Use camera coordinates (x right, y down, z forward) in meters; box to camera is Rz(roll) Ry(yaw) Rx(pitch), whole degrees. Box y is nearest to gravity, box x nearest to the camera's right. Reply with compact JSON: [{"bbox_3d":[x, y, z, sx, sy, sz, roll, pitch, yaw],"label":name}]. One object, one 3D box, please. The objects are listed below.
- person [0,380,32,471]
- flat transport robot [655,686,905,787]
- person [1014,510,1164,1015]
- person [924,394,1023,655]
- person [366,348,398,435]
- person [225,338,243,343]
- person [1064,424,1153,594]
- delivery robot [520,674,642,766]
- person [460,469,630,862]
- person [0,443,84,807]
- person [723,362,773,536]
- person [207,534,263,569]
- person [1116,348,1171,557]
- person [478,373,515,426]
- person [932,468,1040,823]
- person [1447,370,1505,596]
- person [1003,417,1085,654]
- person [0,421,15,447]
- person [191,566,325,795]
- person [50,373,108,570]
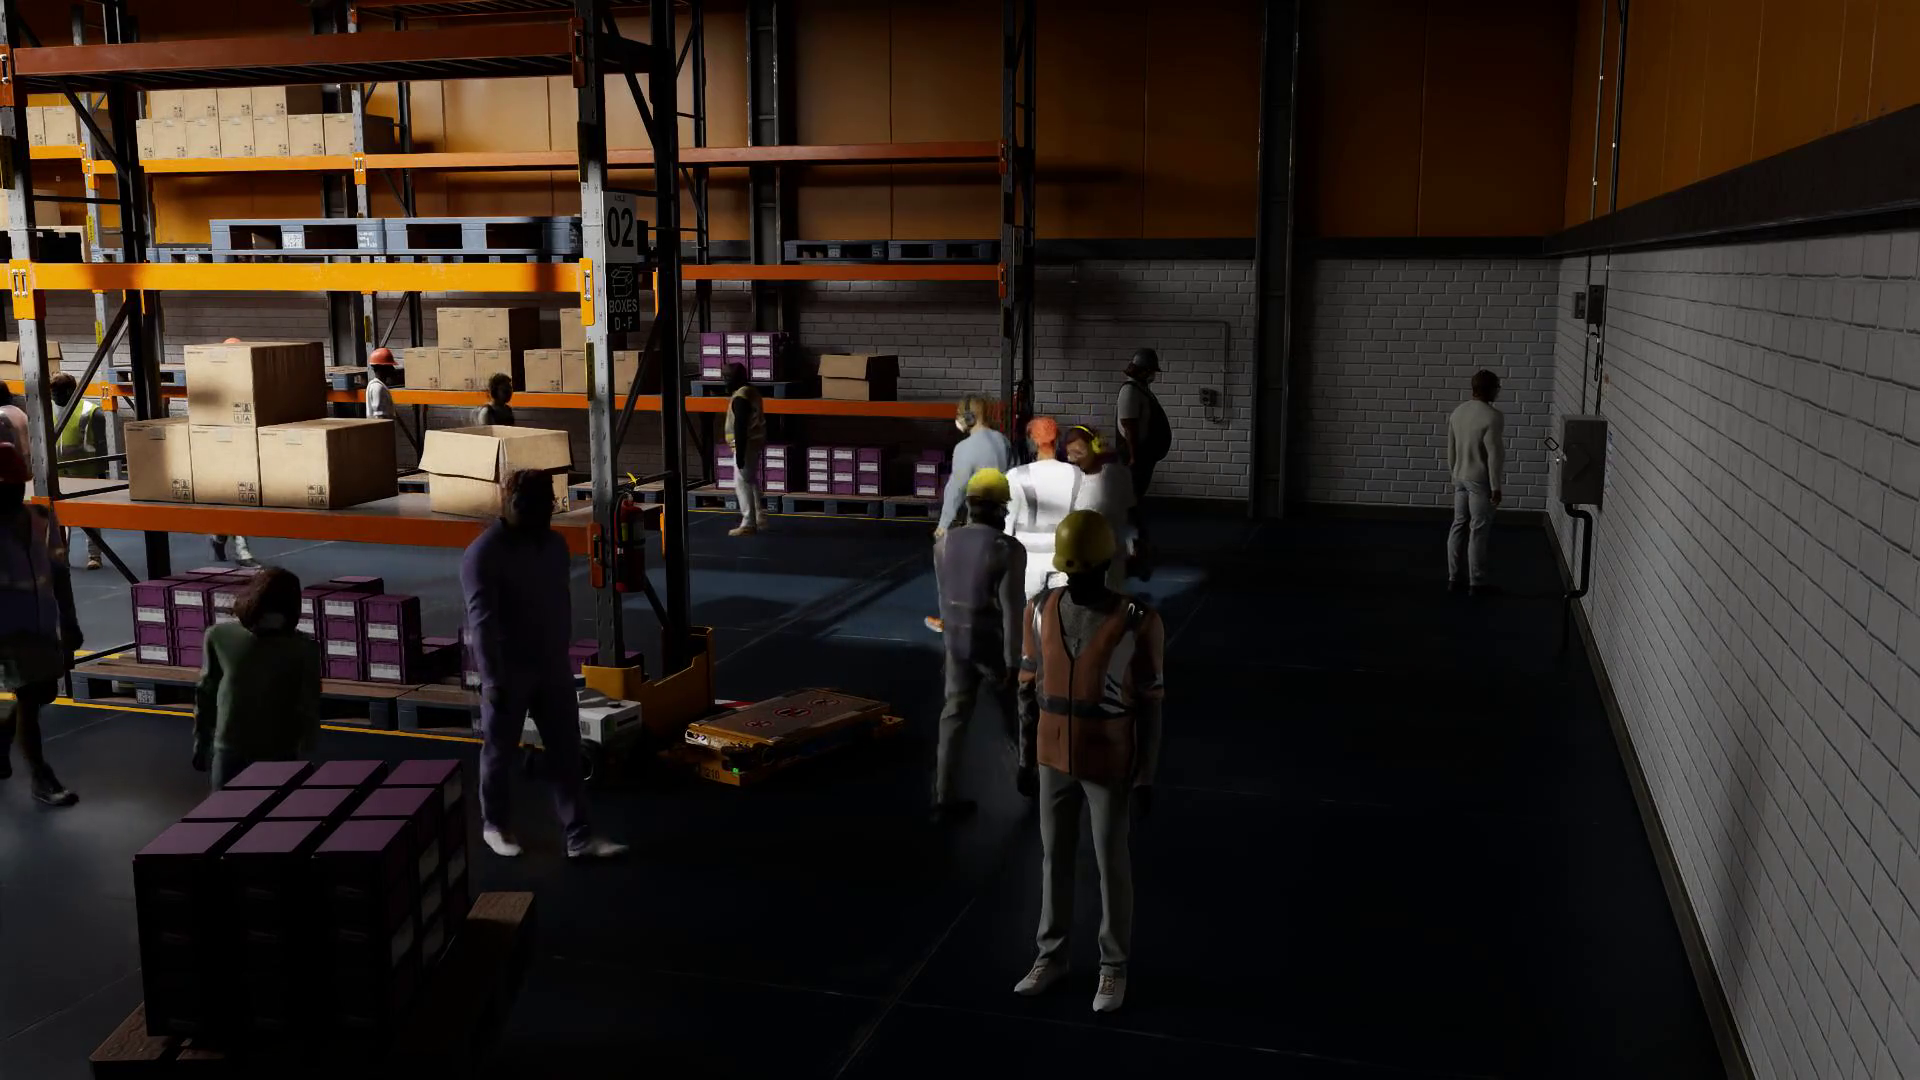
[{"bbox_3d":[-8.403,-0.497,14.619,0.429,1.840,0.633,-1,9,-8],"label":"person"},{"bbox_3d":[-1.014,1.107,9.612,0.652,0.197,1.431,7,11,35],"label":"flat transport robot"},{"bbox_3d":[0.472,0.828,6.303,0.585,1.918,0.377,5,11,27],"label":"person"},{"bbox_3d":[0.084,-0.119,12.148,1.006,1.885,0.634,5,10,26],"label":"person"},{"bbox_3d":[-6.251,-1.111,18.060,0.371,1.939,0.543,-3,10,-20],"label":"person"},{"bbox_3d":[-8.375,-1.358,19.395,0.376,1.995,0.611,1,9,9],"label":"person"},{"bbox_3d":[0.914,0.172,10.621,0.612,1.818,0.690,1,9,8],"label":"person"},{"bbox_3d":[-2.117,0.986,9.201,0.707,0.478,0.477,5,11,27],"label":"delivery robot"},{"bbox_3d":[-2.002,0.611,7.818,0.829,1.869,0.669,7,11,35],"label":"person"},{"bbox_3d":[-5.003,0.429,8.779,0.798,1.914,0.557,4,10,25],"label":"person"},{"bbox_3d":[-2.227,-0.953,17.456,0.480,1.823,0.683,1,9,3],"label":"person"},{"bbox_3d":[-6.887,-0.644,15.633,0.842,1.806,0.599,5,11,30],"label":"person"},{"bbox_3d":[1.796,-0.870,16.279,0.536,2.000,0.677,2,10,13],"label":"person"},{"bbox_3d":[-4.234,-0.656,15.682,0.875,1.806,0.522,3,10,17],"label":"person"},{"bbox_3d":[0.182,0.519,8.580,0.607,1.781,0.912,8,12,39],"label":"person"},{"bbox_3d":[4.432,-0.492,14.286,0.371,1.939,0.629,-4,10,-21],"label":"person"},{"bbox_3d":[0.534,0.147,10.635,0.615,1.863,0.481,-3,10,-20],"label":"person"},{"bbox_3d":[-7.611,-0.212,13.210,0.861,1.727,0.540,3,10,20],"label":"person"},{"bbox_3d":[-2.895,0.888,6.887,0.575,1.596,0.374,-1,9,-7],"label":"person"},{"bbox_3d":[-8.250,-0.629,15.426,0.633,1.839,0.429,-2,9,-10],"label":"person"}]
